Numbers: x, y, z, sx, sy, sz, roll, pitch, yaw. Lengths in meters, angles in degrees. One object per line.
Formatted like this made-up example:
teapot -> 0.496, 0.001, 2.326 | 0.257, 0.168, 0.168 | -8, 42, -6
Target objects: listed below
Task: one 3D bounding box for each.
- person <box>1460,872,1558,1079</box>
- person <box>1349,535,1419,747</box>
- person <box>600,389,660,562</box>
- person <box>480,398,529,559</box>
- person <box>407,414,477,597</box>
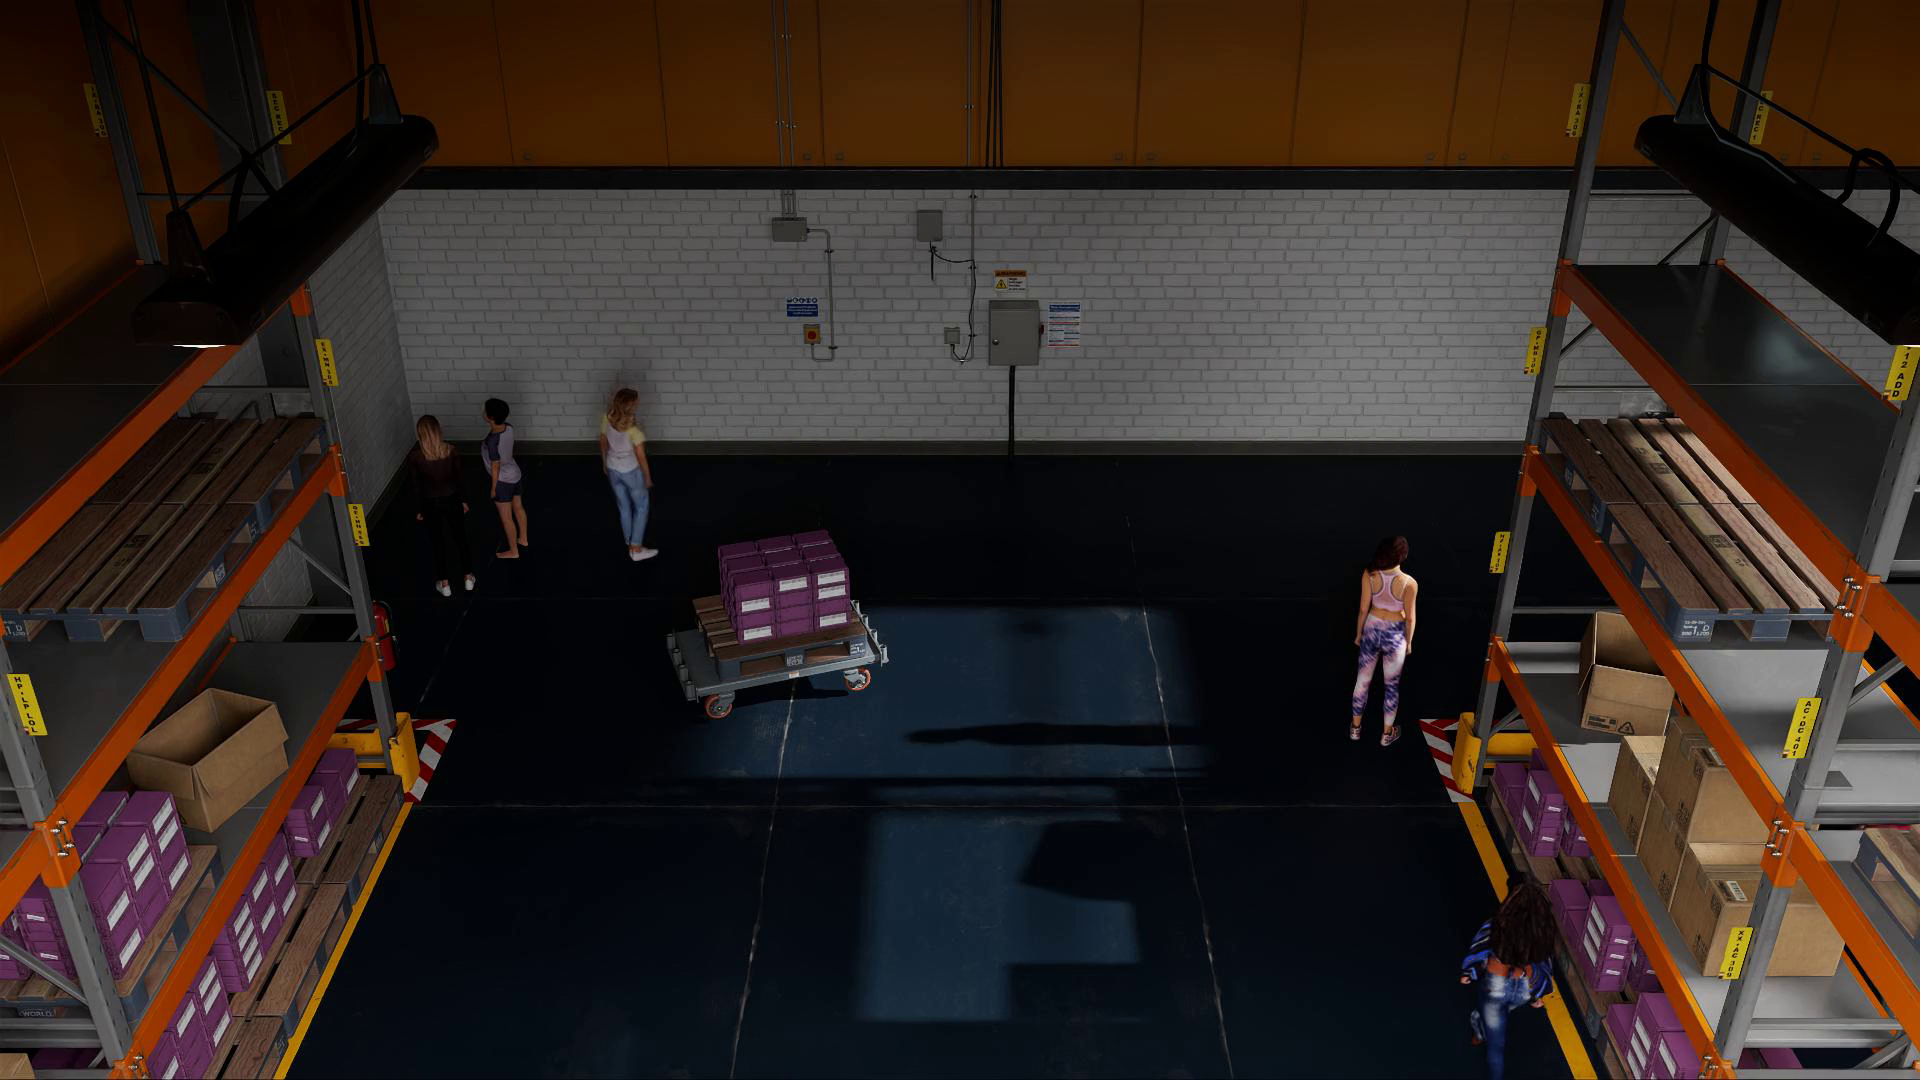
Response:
person -> 3.108, 2.608, 9.410 | 0.644, 1.583, 0.974 | -1, 29, -1
person -> 3.214, 0.748, 12.627 | 0.670, 1.767, 0.662 | 13, 31, 22
person -> -3.068, -0.611, 15.188 | 0.738, 1.700, 0.718 | 4, 29, 8
person -> -4.187, -0.586, 15.285 | 0.666, 1.564, 0.521 | 6, 29, 10
person -> -4.564, -0.310, 14.633 | 0.676, 1.703, 0.655 | -14, 31, -23
